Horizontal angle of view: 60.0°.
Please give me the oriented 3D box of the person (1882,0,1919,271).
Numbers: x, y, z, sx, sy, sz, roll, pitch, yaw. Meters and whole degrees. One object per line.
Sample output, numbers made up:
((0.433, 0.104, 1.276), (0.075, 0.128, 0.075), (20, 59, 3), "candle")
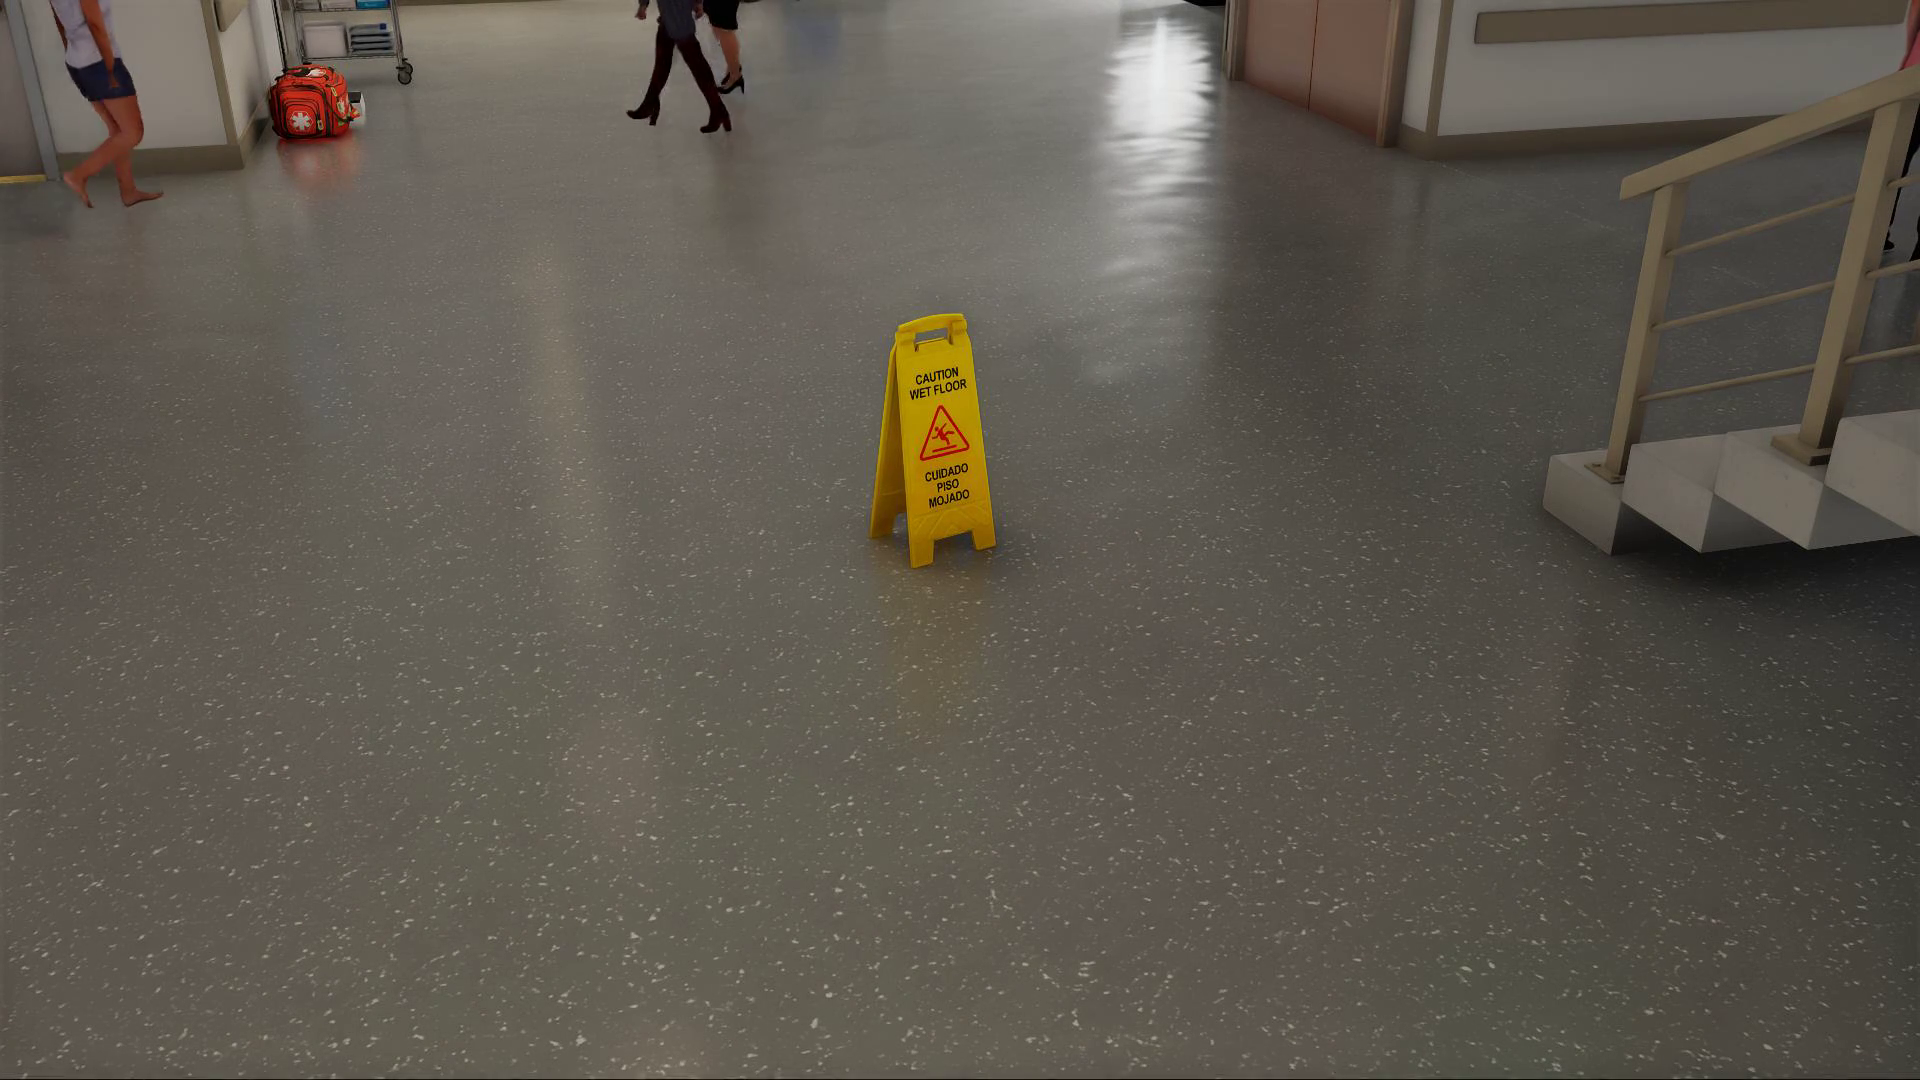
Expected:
((4.842, -2.330, 8.166), (0.761, 1.958, 0.614), (-18, 31, -32), "person")

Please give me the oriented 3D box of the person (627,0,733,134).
((-1.783, -3.463, 10.852), (1.076, 1.665, 1.083), (11, 28, 21), "person")

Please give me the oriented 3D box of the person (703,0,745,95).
((-1.682, -4.121, 12.222), (0.909, 1.661, 0.830), (11, 28, 21), "person")

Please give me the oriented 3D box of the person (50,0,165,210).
((-4.784, -2.578, 9.082), (0.848, 1.608, 0.874), (20, 32, 35), "person")
